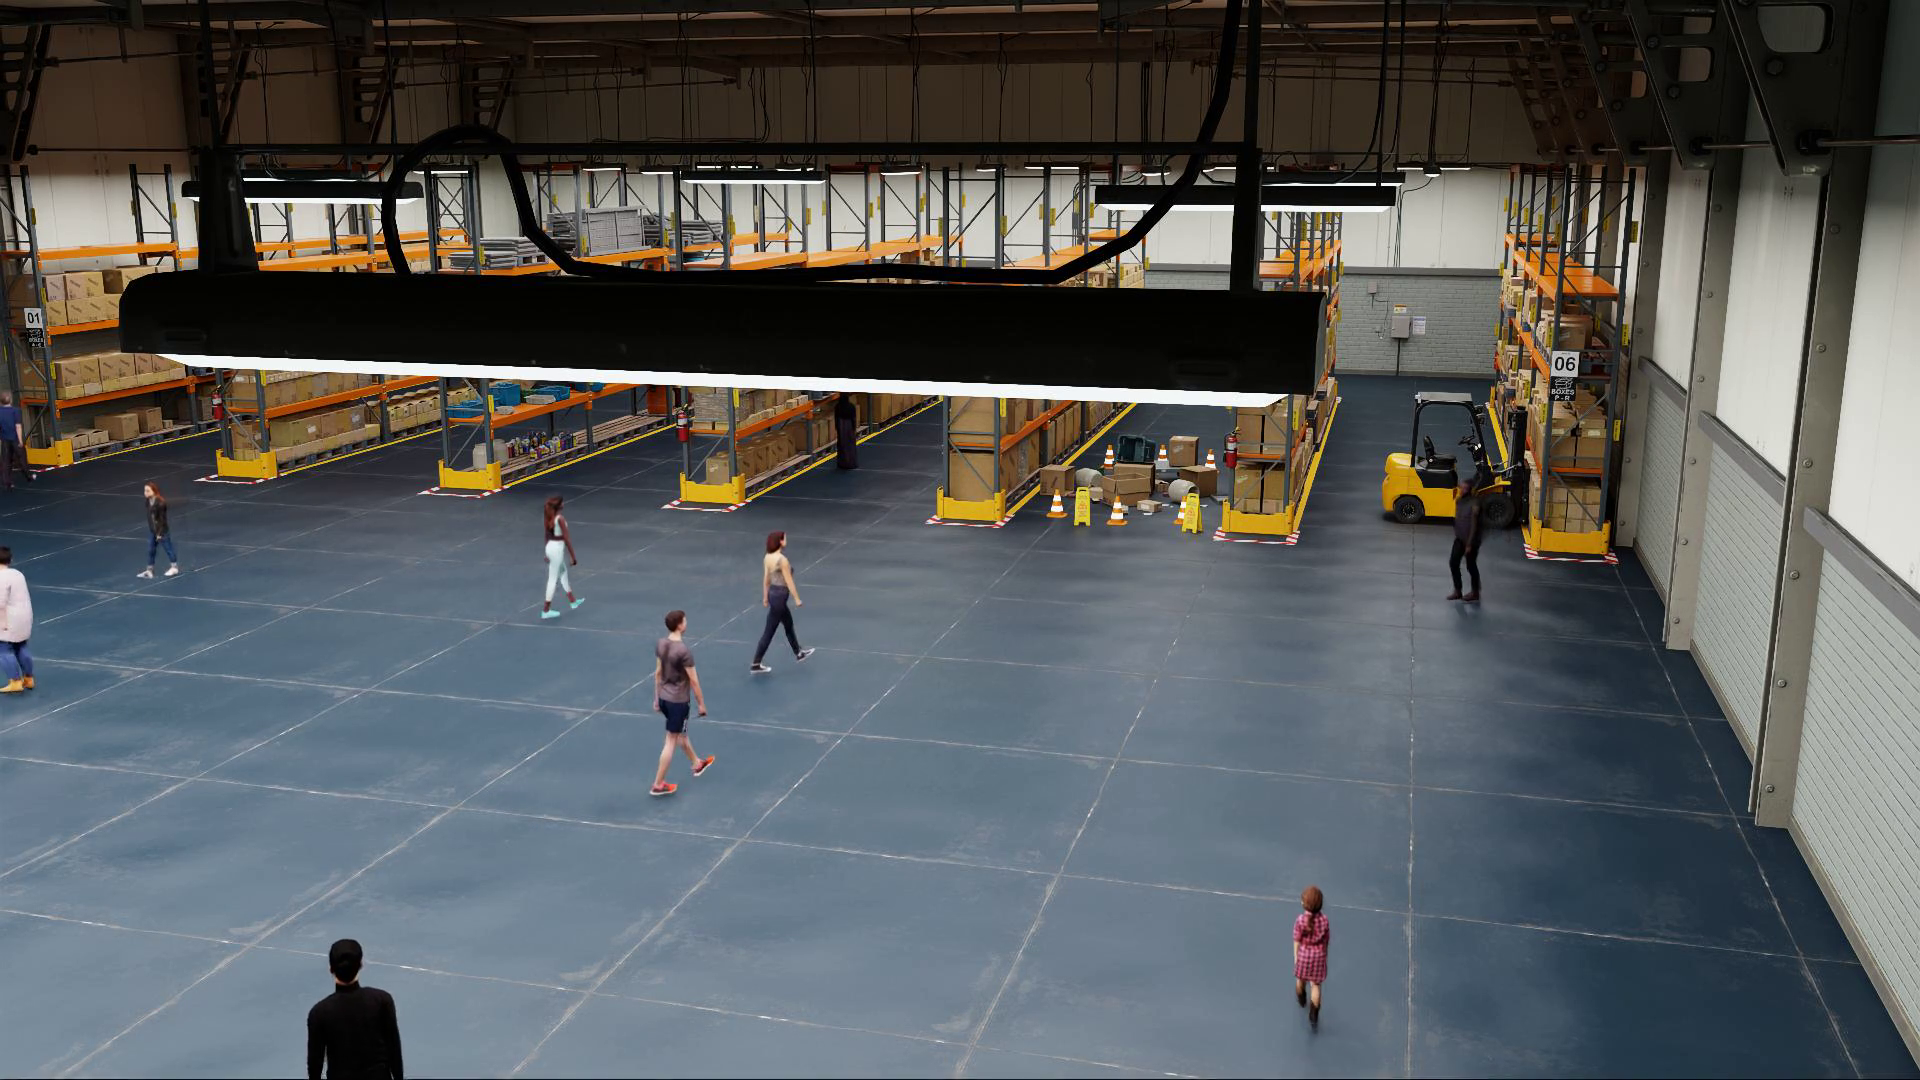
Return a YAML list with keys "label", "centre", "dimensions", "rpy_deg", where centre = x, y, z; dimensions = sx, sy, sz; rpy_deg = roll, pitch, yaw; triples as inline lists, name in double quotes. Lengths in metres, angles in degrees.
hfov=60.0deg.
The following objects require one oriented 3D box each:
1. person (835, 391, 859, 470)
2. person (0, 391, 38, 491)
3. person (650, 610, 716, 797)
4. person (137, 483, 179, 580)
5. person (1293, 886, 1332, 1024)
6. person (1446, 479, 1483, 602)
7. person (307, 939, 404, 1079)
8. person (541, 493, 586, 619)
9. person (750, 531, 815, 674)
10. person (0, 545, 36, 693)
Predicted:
- label: "person"
  centre: [-2.311, -2.247, 33.567]
  dimensions: [0.620, 1.615, 0.605]
  rpy_deg: [2, 13, 9]
- label: "person"
  centre: [-17.917, -1.830, 31.321]
  dimensions: [0.941, 1.816, 1.271]
  rpy_deg: [-1, 13, -4]
- label: "person"
  centre: [-2.876, 1.634, 16.371]
  dimensions: [1.010, 1.810, 1.230]
  rpy_deg: [11, 17, 40]
- label: "person"
  centre: [-11.920, -0.147, 24.868]
  dimensions: [0.624, 1.447, 0.892]
  rpy_deg: [5, 14, 22]
- label: "person"
  centre: [2.571, 3.025, 12.123]
  dimensions: [0.491, 1.017, 0.763]
  rpy_deg: [1, 13, 6]
- label: "person"
  centre: [7.180, 0.015, 23.413]
  dimensions: [0.992, 1.788, 0.931]
  rpy_deg: [-3, 13, -14]
- label: "person"
  centre: [-3.535, 3.209, 9.796]
  dimensions: [0.923, 1.708, 0.986]
  rpy_deg: [-7, 15, -28]
- label: "person"
  centre: [-5.584, 0.231, 22.676]
  dimensions: [0.878, 1.699, 1.064]
  rpy_deg: [12, 18, 43]
- label: "person"
  centre: [-2.288, 0.797, 20.202]
  dimensions: [1.247, 1.713, 1.120]
  rpy_deg: [-9, 16, -34]
- label: "person"
  centre: [-11.132, 0.940, 19.580]
  dimensions: [0.913, 1.714, 0.669]
  rpy_deg: [-2, 13, -9]
